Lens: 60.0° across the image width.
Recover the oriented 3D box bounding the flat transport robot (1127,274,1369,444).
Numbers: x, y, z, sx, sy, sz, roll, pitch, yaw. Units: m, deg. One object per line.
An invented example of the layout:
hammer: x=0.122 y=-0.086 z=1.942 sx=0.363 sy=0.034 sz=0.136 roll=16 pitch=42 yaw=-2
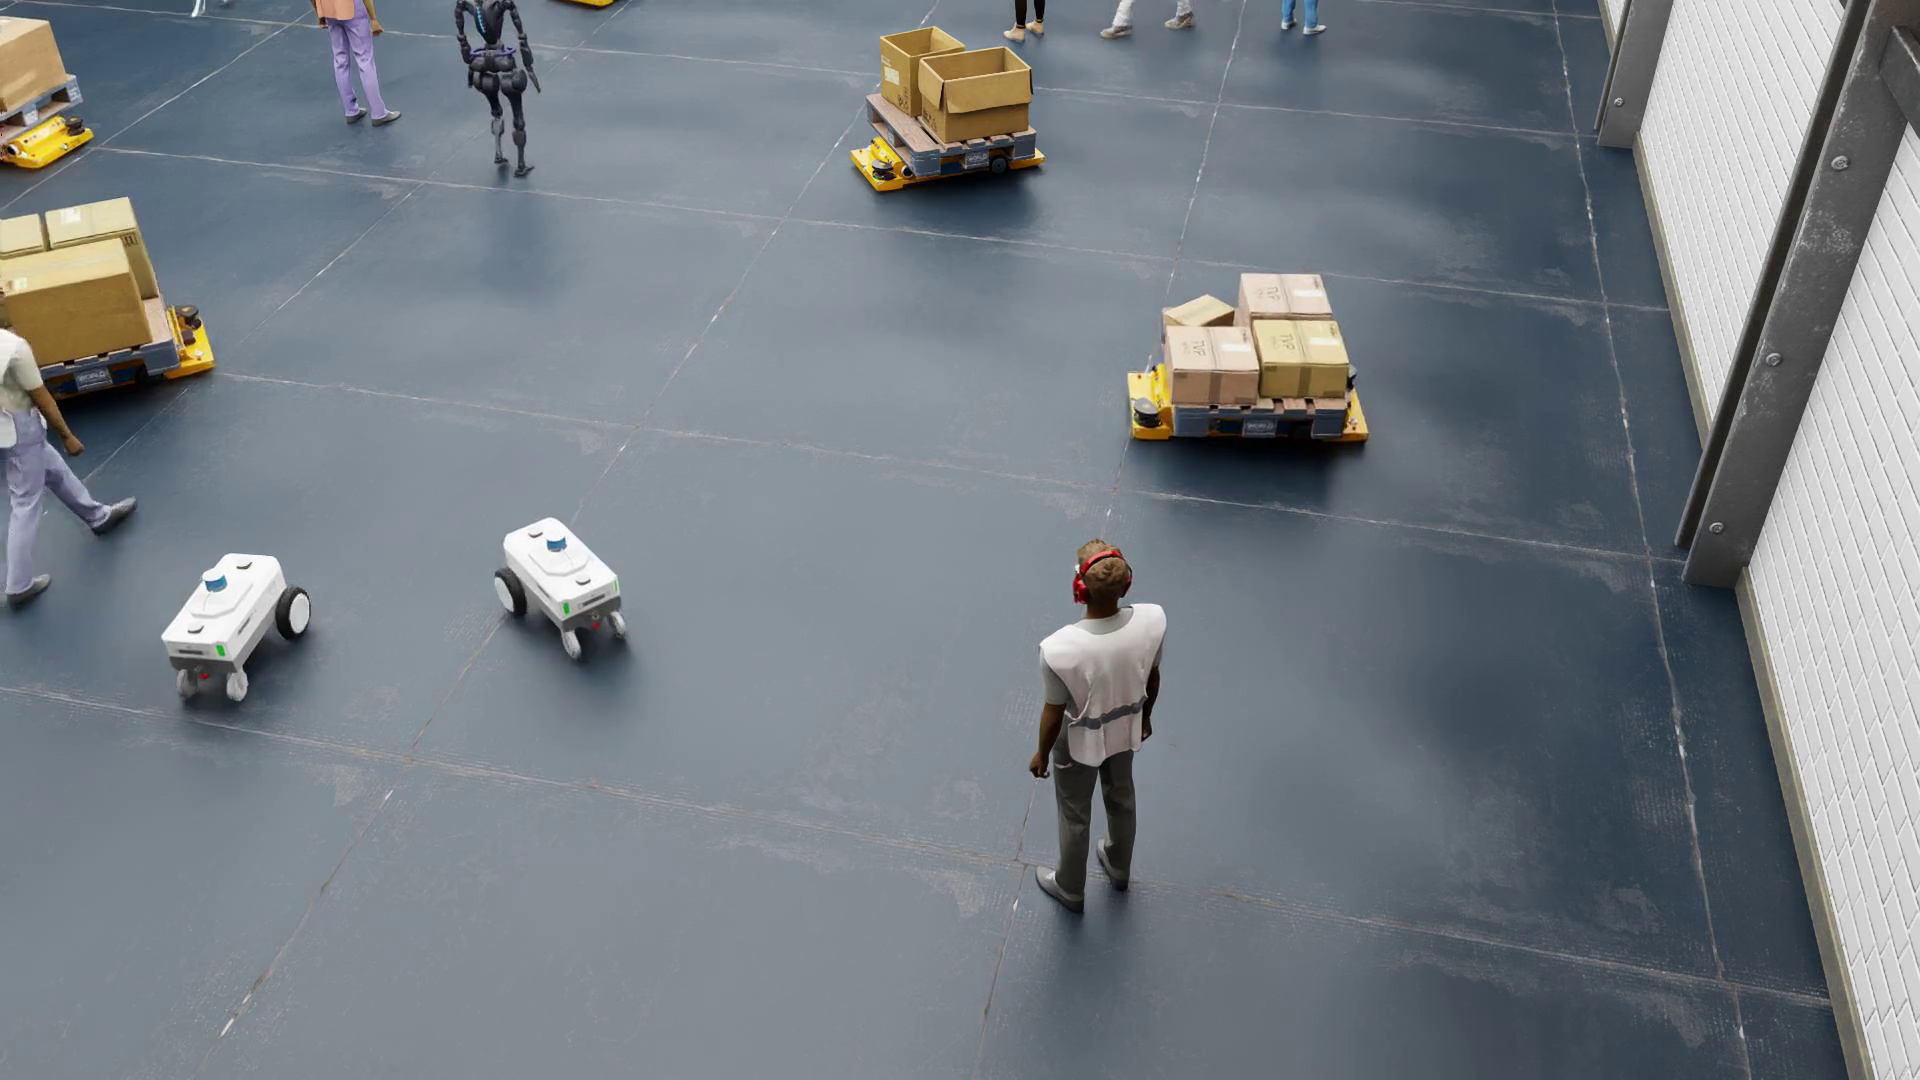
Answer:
flat transport robot: x=1.782 y=-0.870 z=10.383 sx=1.431 sy=0.231 sz=0.659 roll=1 pitch=37 yaw=1

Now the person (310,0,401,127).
person: x=-5.058 y=-4.309 z=13.668 sx=0.571 sy=1.843 sz=0.375 roll=10 pitch=38 yaw=13

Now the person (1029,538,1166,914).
person: x=0.563 y=0.804 z=6.825 sx=0.569 sy=1.843 sz=0.375 roll=-18 pitch=40 yaw=-22

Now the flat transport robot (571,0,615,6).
flat transport robot: x=-3.468 y=-5.781 z=16.954 sx=0.659 sy=0.231 sz=1.431 roll=19 pitch=41 yaw=23

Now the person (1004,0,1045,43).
person: x=0.603 y=-5.470 z=15.344 sx=0.538 sy=1.695 sz=0.319 roll=-27 pitch=45 yaw=-31

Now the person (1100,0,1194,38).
person: x=1.827 y=-5.603 z=15.411 sx=0.963 sy=1.838 sz=0.582 roll=-18 pitch=40 yaw=-23

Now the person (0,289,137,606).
person: x=-4.946 y=-0.579 z=8.727 sx=0.561 sy=1.791 sz=0.957 roll=17 pitch=40 yaw=21

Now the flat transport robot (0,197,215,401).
flat transport robot: x=-5.639 y=-1.161 z=10.772 sx=1.431 sy=0.231 sz=0.659 roll=-17 pitch=40 yaw=-22

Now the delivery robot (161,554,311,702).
delivery robot: x=-3.705 y=0.398 z=8.458 sx=0.499 sy=0.608 sz=0.797 roll=4 pitch=37 yaw=5

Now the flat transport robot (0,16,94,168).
flat transport robot: x=-7.978 y=-3.339 z=13.687 sx=1.431 sy=0.231 sz=0.659 roll=9 pitch=38 yaw=12

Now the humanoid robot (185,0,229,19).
humanoid robot: x=-7.294 y=-5.956 z=15.977 sx=0.548 sy=1.794 sz=0.849 roll=11 pitch=38 yaw=14

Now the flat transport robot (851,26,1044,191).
flat transport robot: x=-0.099 y=-3.120 z=13.393 sx=1.431 sy=0.231 sz=0.659 roll=-13 pitch=39 yaw=-17

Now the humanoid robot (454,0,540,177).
humanoid robot: x=-3.587 y=-3.663 z=12.944 sx=0.599 sy=1.644 sz=0.338 roll=5 pitch=37 yaw=6

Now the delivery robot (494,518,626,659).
delivery robot: x=-2.093 y=0.204 z=8.720 sx=0.499 sy=0.611 sz=0.792 roll=-26 pitch=44 yaw=-30

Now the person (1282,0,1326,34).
person: x=3.255 y=-5.606 z=15.501 sx=0.487 sy=1.729 sz=0.367 roll=28 pitch=45 yaw=33
